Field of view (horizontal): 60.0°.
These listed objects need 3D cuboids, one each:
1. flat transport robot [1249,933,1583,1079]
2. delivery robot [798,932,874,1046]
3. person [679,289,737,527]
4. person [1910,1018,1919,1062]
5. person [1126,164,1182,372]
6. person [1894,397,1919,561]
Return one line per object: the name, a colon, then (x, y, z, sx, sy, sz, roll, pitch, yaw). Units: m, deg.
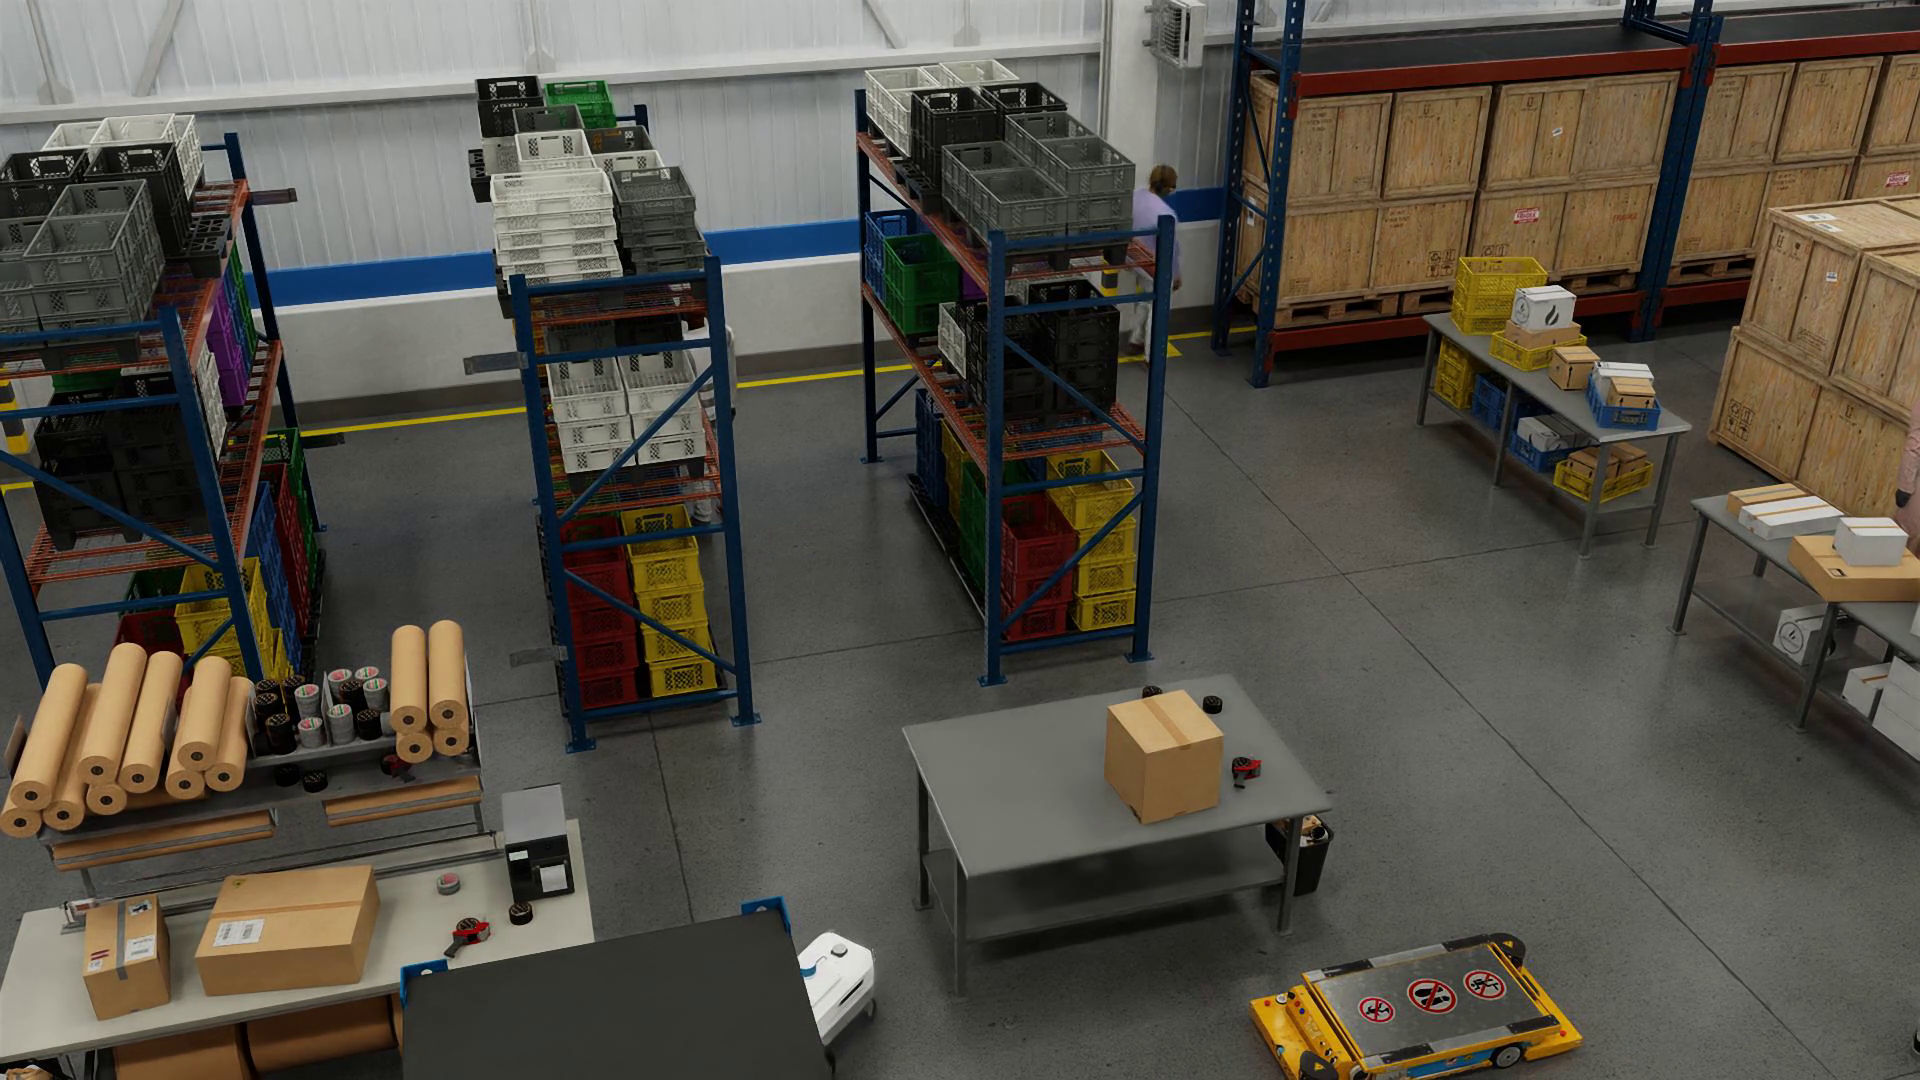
flat transport robot: (2.184, 2.282, 7.980, 1.431, 0.197, 0.652, -8, 30, -14)
delivery robot: (-0.715, 2.159, 7.818, 0.477, 0.478, 0.707, 17, 33, 28)
person: (-1.882, -0.949, 12.199, 0.576, 1.882, 0.355, -23, 36, -36)
person: (4.732, 1.674, 7.479, 0.404, 1.827, 0.600, -25, 38, -38)
person: (1.750, -2.455, 14.911, 0.483, 1.918, 0.686, -13, 31, -23)
person: (6.586, -0.375, 11.137, 0.638, 1.903, 0.408, -4, 29, -7)
